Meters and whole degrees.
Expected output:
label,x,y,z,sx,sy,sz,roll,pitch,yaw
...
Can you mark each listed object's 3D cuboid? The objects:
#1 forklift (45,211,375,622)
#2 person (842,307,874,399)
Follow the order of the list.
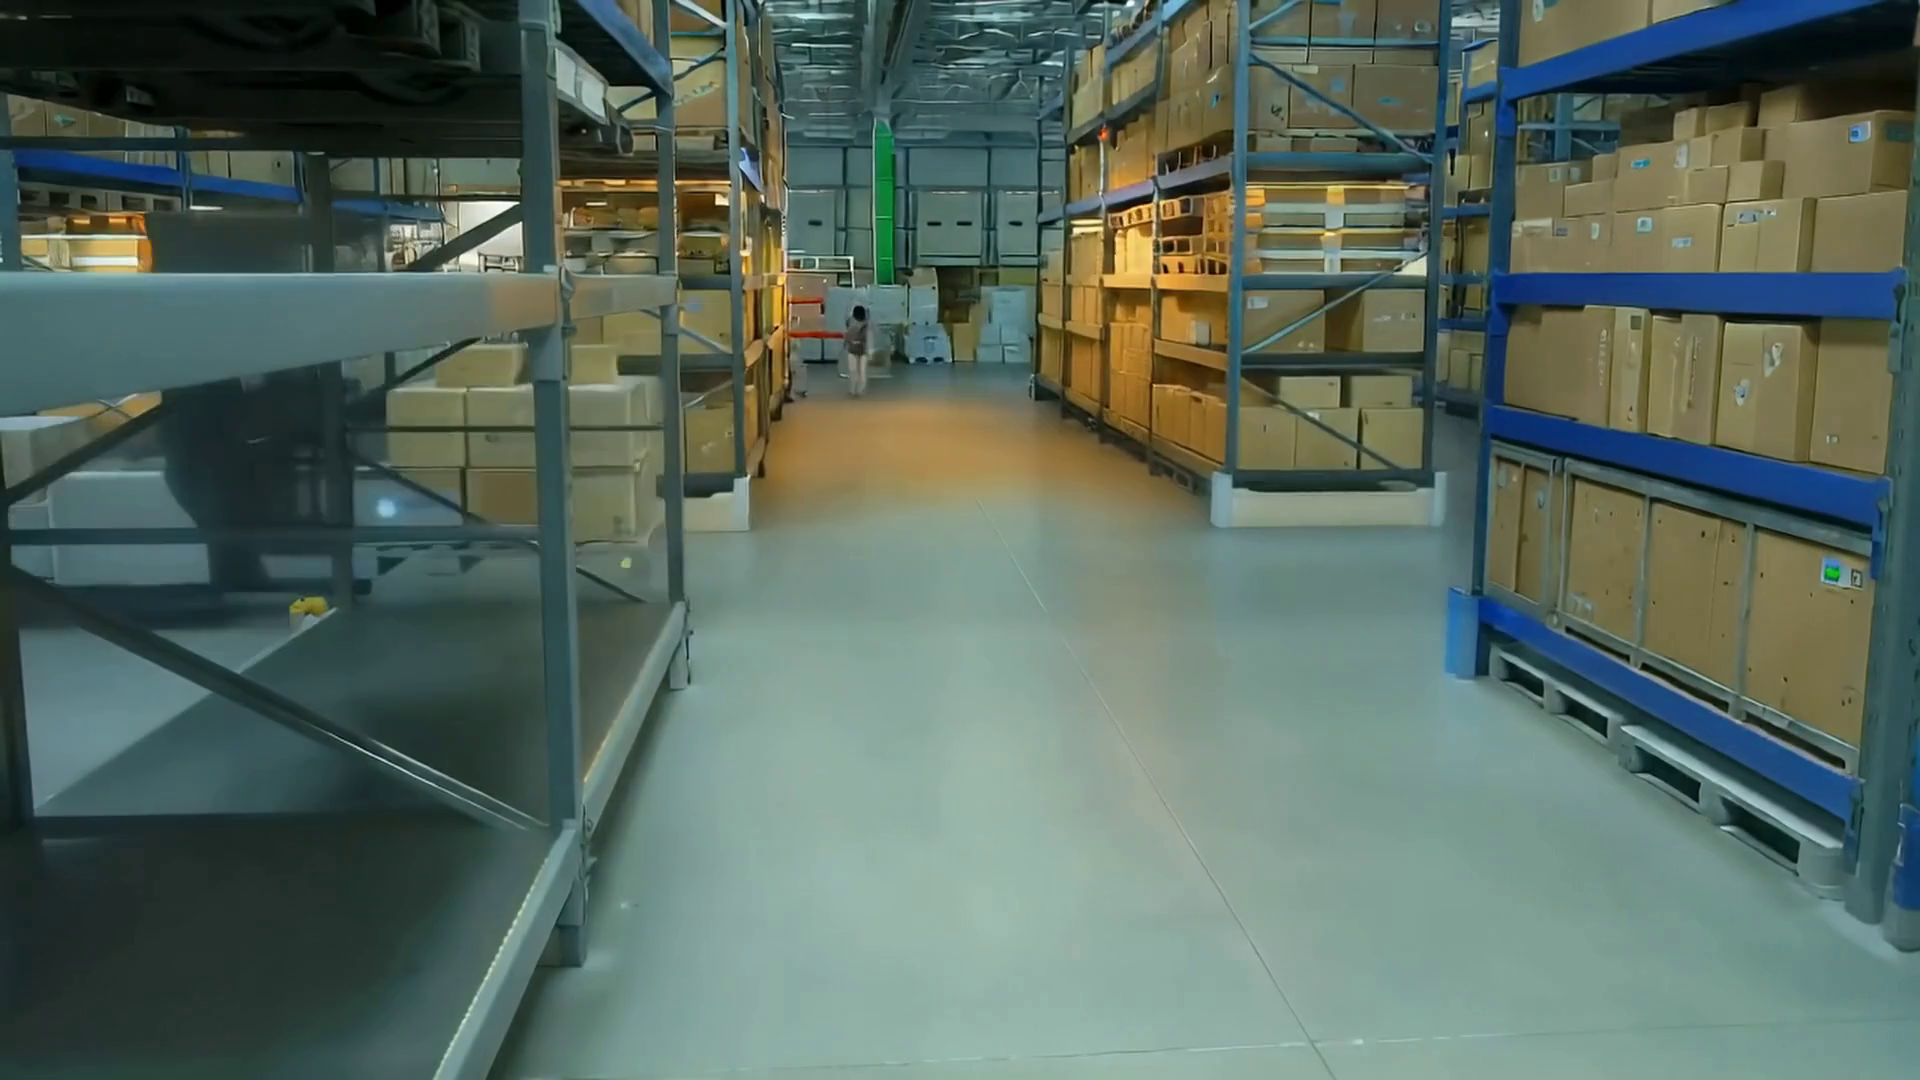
label,x,y,z,sx,sy,sz,roll,pitch,yaw
forklift,-5.270,-0.874,11.620,1.873,2.768,1.129,-1,9,-5
person,-1.995,-3.671,32.666,0.645,1.784,0.931,1,9,6
